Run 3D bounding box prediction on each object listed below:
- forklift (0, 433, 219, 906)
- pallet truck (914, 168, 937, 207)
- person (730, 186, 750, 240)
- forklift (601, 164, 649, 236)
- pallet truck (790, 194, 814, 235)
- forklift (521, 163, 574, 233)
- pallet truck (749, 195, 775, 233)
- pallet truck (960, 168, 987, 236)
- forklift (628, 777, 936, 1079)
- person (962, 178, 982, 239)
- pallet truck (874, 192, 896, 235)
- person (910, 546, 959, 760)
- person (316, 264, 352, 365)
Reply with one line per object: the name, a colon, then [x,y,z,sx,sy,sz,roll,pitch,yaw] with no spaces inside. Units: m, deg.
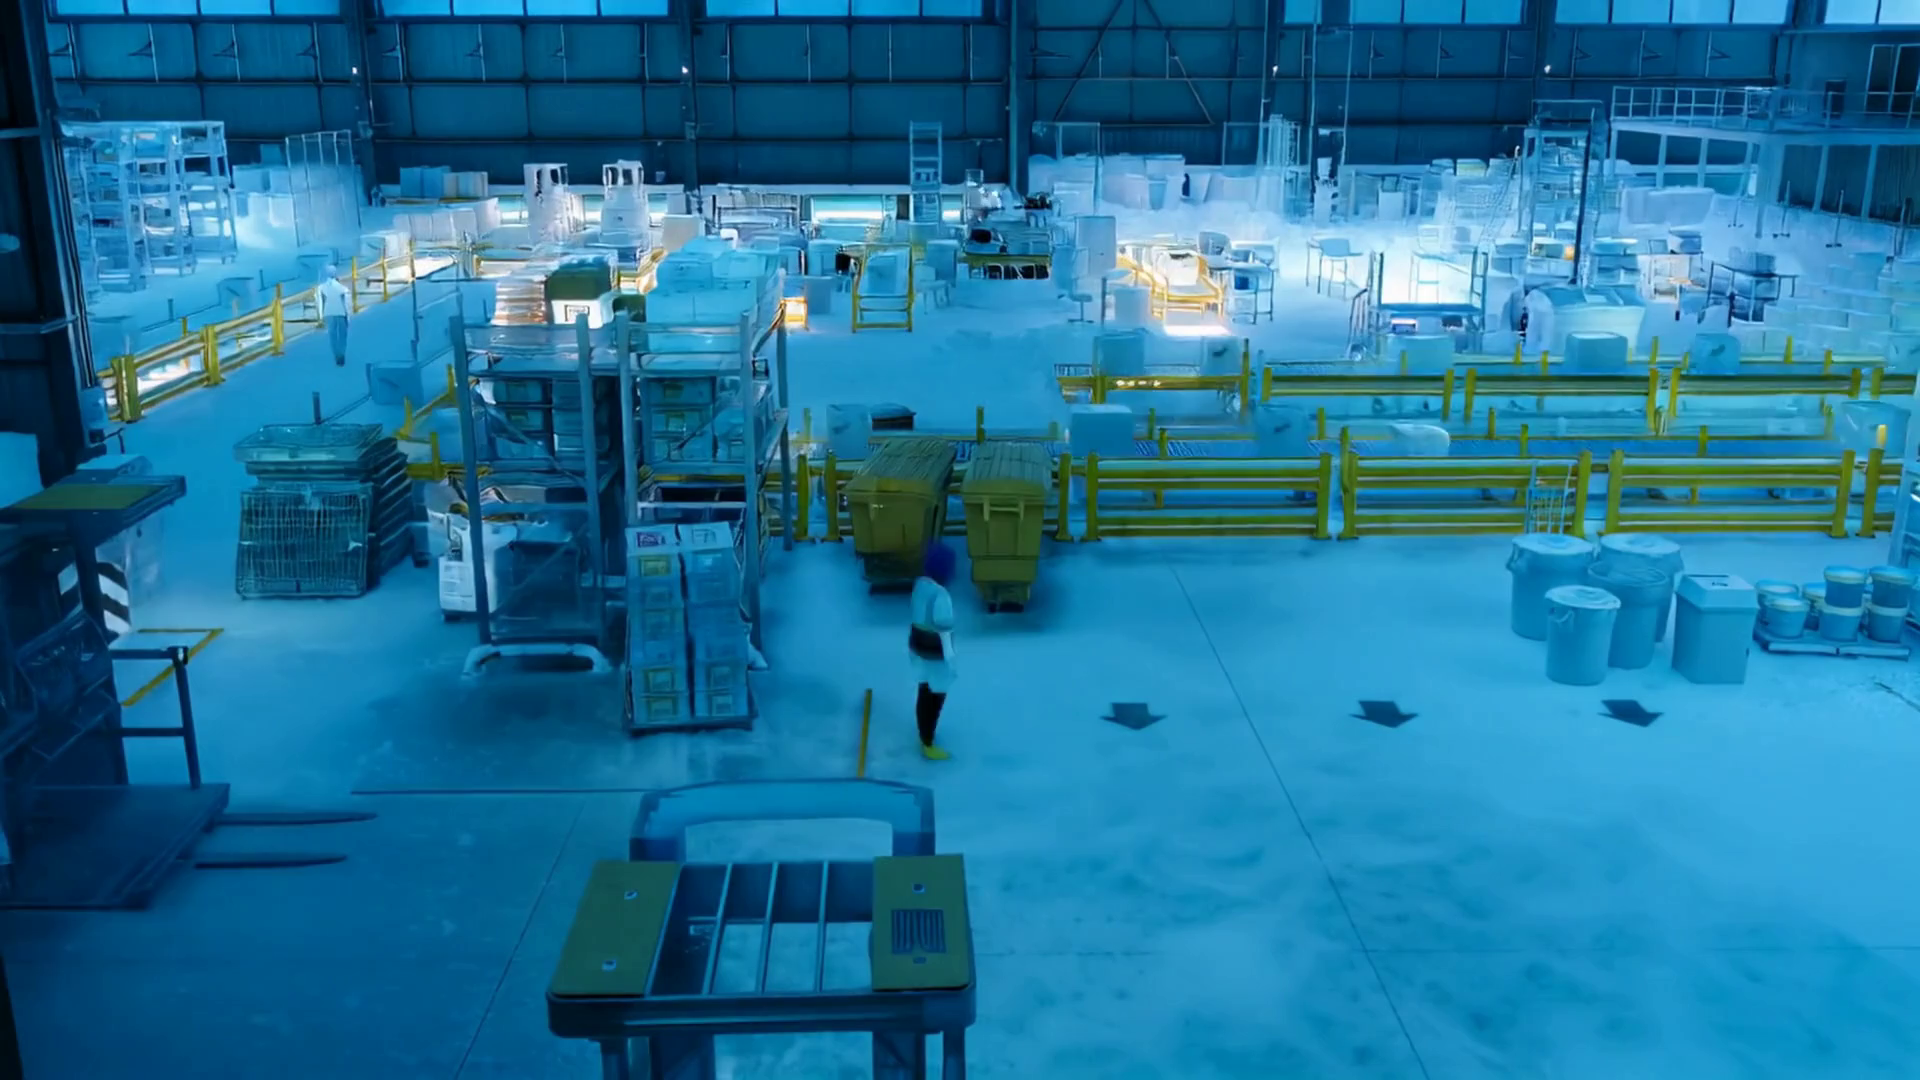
forklift: [-5.952,0.780,10.366,1.873,2.768,1.129,0,16,-1]
pallet truck: [-0.989,-10.316,50.507,0.823,1.965,1.885,1,16,3]
person: [-5.873,-8.389,43.990,0.560,1.888,0.682,-12,20,-36]
forklift: [-9.948,-10.127,49.296,1.157,1.987,2.680,-1,16,-3]
pallet truck: [-4.814,-9.883,50.259,0.704,1.261,1.522,-1,16,-3]
forklift: [-12.233,-10.122,49.298,1.157,1.987,2.680,0,16,-1]
pallet truck: [-6.051,-9.967,50.660,0.680,1.201,1.601,0,16,-1]
pallet truck: [0.383,-10.230,50.206,0.823,1.965,1.885,-1,16,-3]
forklift: [-0.542,2.165,5.552,1.129,2.768,1.873,-1,16,-2]
person: [0.381,-8.790,45.151,0.666,2.019,0.625,-14,21,-40]
pallet truck: [-2.277,-9.986,50.594,0.653,1.274,1.630,0,16,-1]
person: [-0.219,0.824,12.395,0.318,1.674,0.672,-7,18,-24]
person: [-10.681,-3.834,28.411,0.537,1.745,0.654,-4,16,-13]
